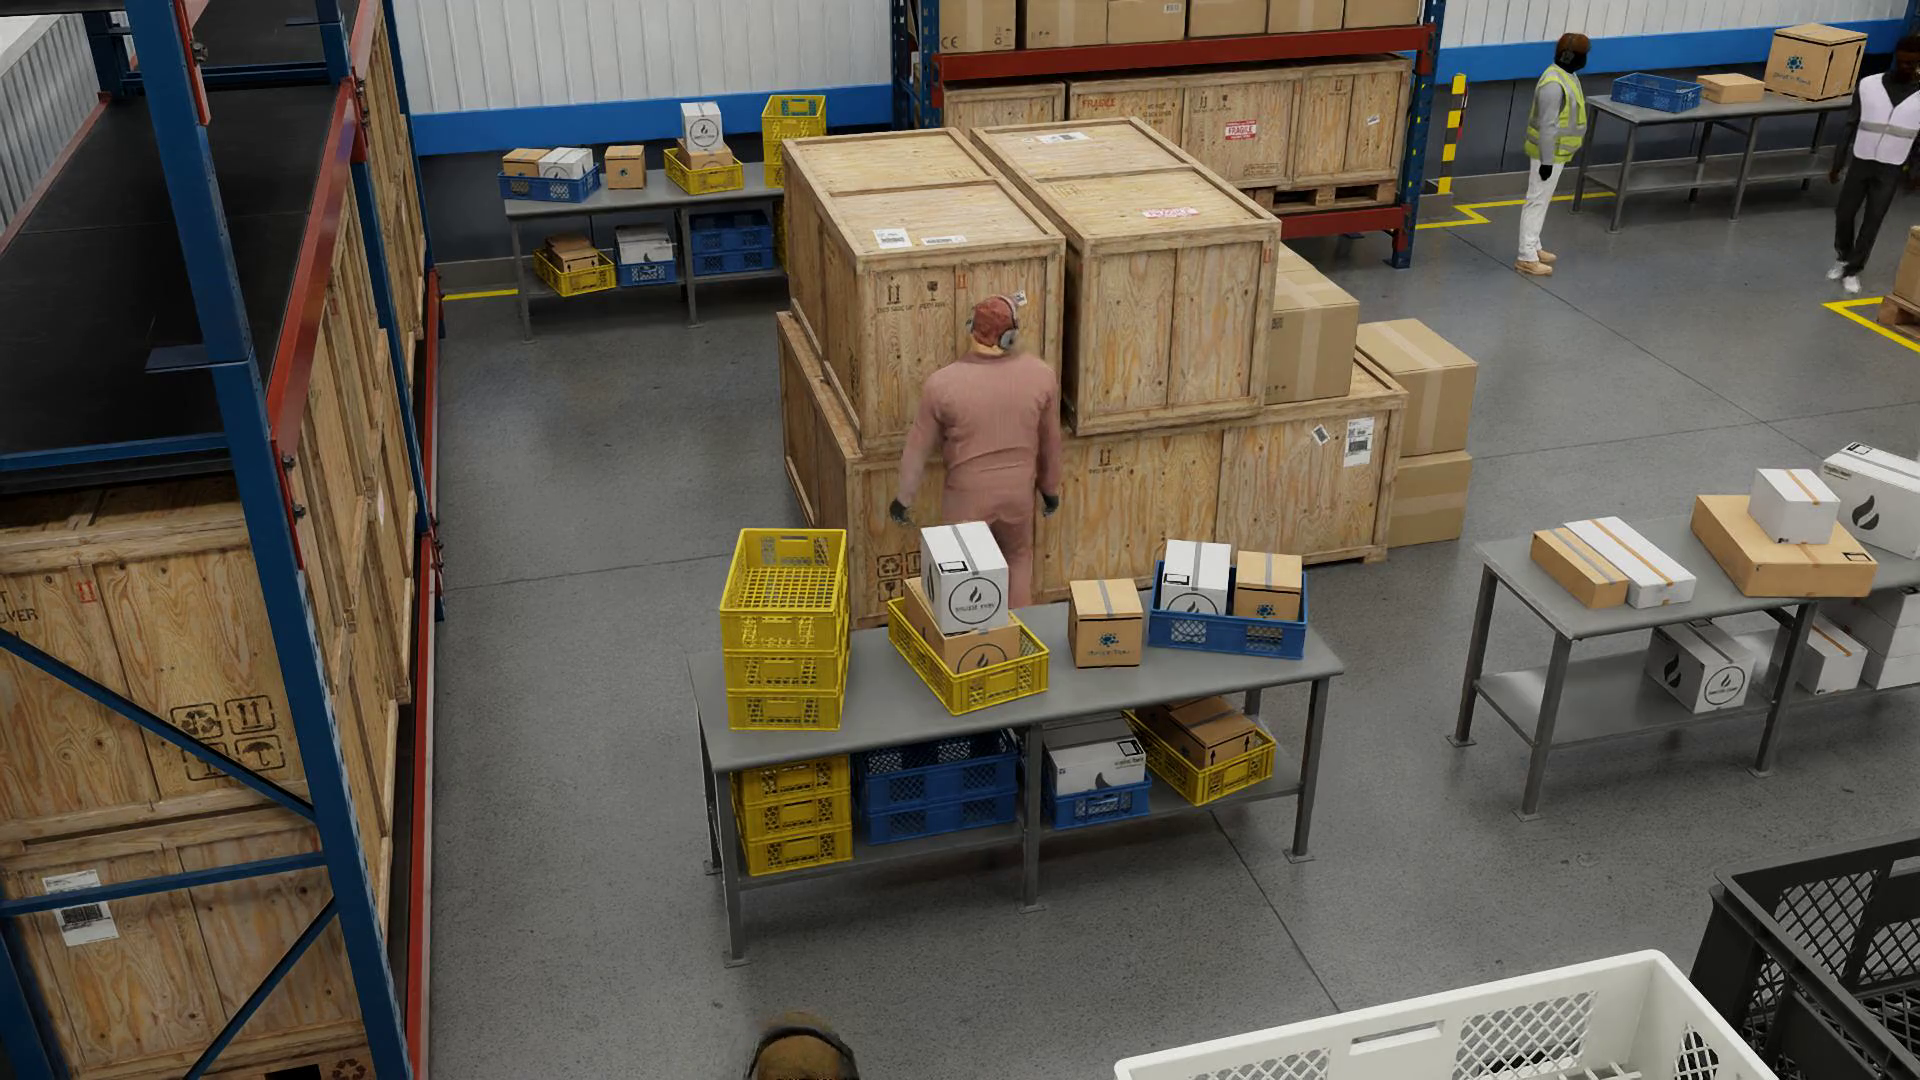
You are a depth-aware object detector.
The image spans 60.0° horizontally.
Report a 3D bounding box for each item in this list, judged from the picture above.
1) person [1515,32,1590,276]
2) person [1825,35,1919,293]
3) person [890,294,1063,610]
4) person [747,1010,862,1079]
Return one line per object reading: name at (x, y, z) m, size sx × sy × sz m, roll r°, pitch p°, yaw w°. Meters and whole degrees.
person at (4.608, -3.004, 12.928) m, size 0.429 × 1.842 × 0.622 m, roll 13°, pitch 31°, yaw 21°
person at (6.926, -2.837, 12.555) m, size 0.597 × 1.914 × 0.452 m, roll 15°, pitch 32°, yaw 25°
person at (0.088, -0.224, 7.844) m, size 0.803 × 1.889 × 0.440 m, roll -10°, pitch 30°, yaw -17°
person at (-0.292, 1.893, 3.957) m, size 0.651 × 1.930 × 0.409 m, roll 10°, pitch 30°, yaw 17°
